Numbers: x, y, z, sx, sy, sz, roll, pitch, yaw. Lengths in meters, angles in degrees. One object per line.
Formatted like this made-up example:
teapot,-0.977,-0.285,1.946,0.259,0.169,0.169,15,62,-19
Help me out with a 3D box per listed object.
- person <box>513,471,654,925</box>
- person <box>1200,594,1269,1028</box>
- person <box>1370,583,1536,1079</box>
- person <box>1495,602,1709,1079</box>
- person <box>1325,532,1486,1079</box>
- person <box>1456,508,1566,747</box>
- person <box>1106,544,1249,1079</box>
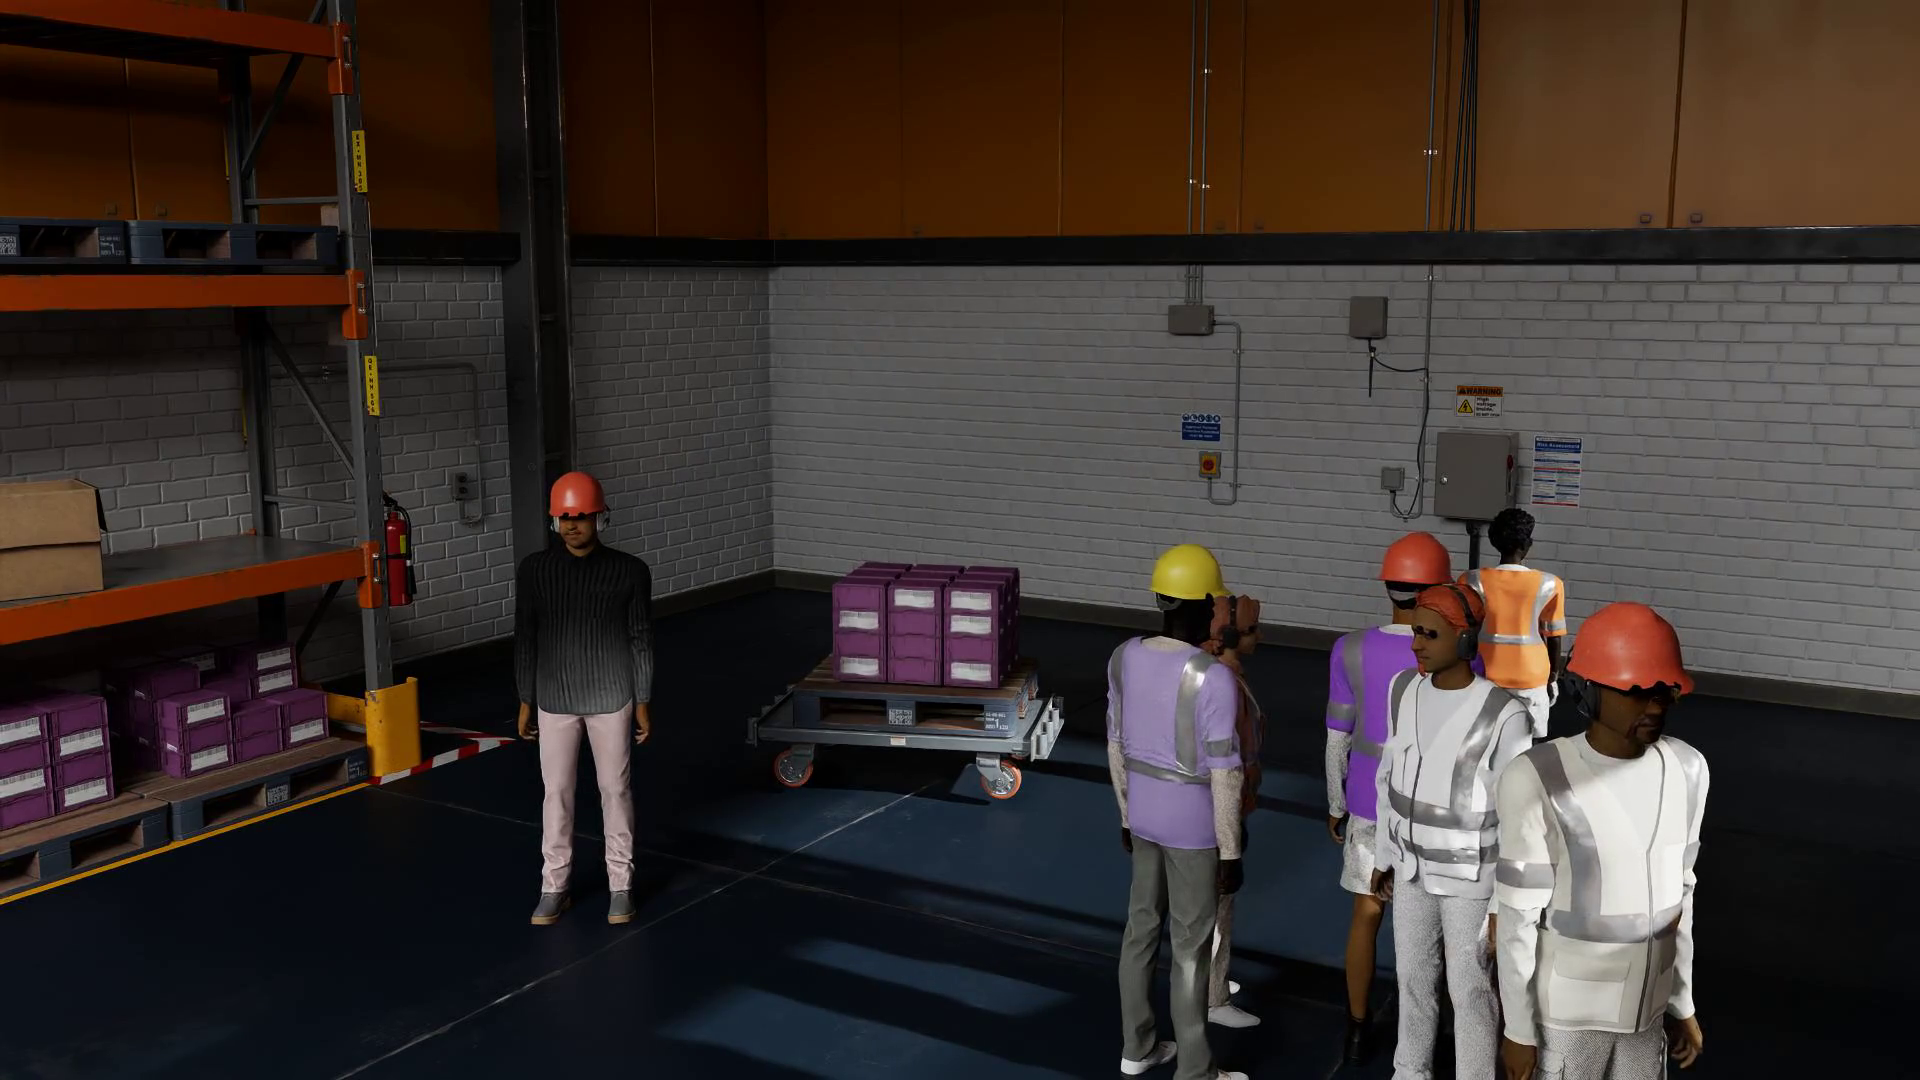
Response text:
person,-1.639,0.690,7.251,0.609,1.996,0.379,0,9,-2
person,0.997,1.015,6.338,0.311,1.638,0.523,-1,9,-3
person,1.535,1.062,5.277,0.338,1.882,0.582,-5,10,-30
person,1.622,1.158,4.184,0.605,2.044,0.377,-4,10,-22
person,1.580,0.934,5.921,0.550,1.933,0.374,5,10,26
person,2.689,0.686,8.198,0.538,1.698,0.320,3,9,16
person,0.753,0.967,5.738,0.365,1.928,0.585,-7,12,-38
